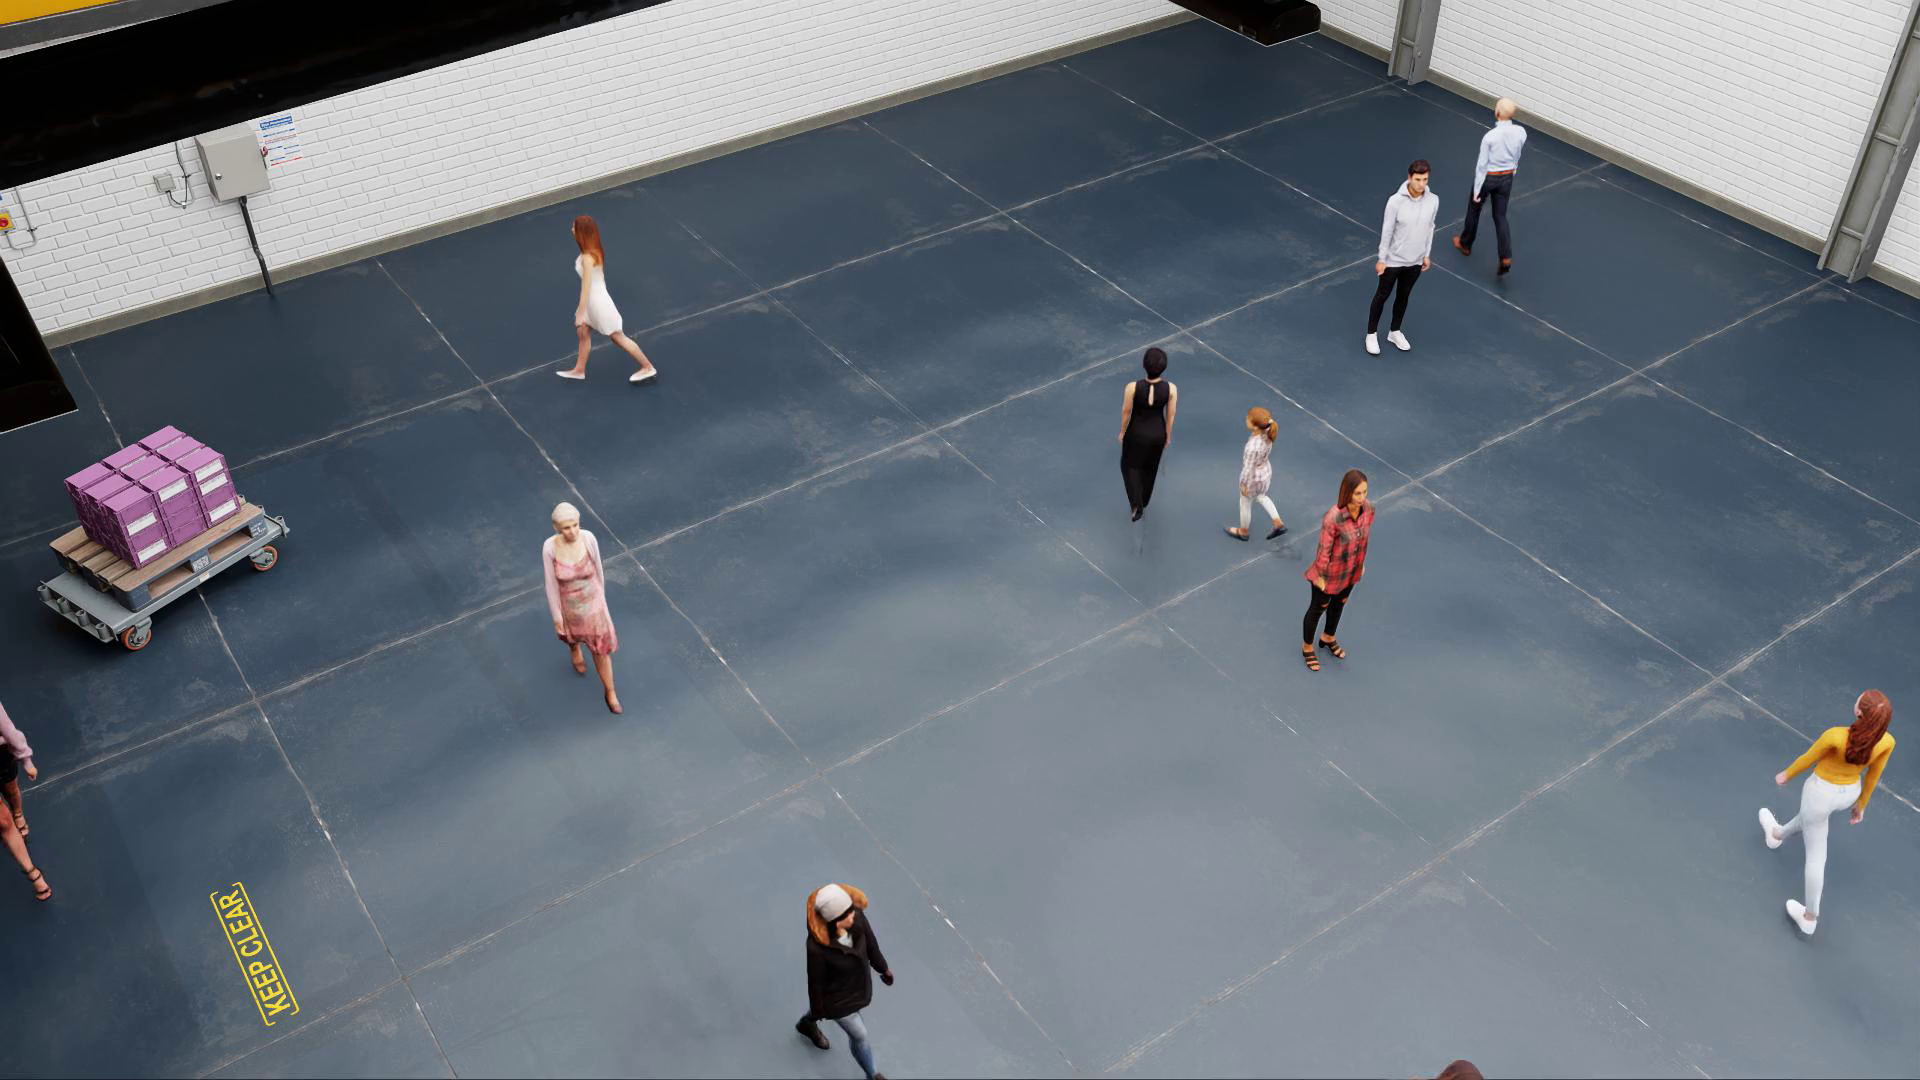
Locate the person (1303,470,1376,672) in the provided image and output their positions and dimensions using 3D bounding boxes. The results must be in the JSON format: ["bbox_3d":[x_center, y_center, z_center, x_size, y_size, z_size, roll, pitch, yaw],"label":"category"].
[{"bbox_3d":[2.732,0.197,12.019,0.628,1.703,0.581,-19,42,-22],"label":"person"}]

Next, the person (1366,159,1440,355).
[{"bbox_3d":[4.094,-2.638,15.388,0.762,1.929,0.721,-8,39,-10],"label":"person"}]

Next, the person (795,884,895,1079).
[{"bbox_3d":[-0.717,2.436,9.299,1.126,1.598,0.892,20,43,24],"label":"person"}]

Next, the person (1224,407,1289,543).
[{"bbox_3d":[2.398,-0.493,13.205,0.807,1.301,0.637,30,48,32],"label":"person"}]

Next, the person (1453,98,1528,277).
[{"bbox_3d":[5.376,-3.507,16.610,0.998,1.761,1.276,-5,39,-7],"label":"person"}]

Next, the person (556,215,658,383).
[{"bbox_3d":[-3.157,-2.104,14.927,1.010,1.670,1.158,-4,39,-4],"label":"person"}]

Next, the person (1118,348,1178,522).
[{"bbox_3d":[1.494,-0.795,13.350,0.789,1.591,0.886,-3,39,-4],"label":"person"}]

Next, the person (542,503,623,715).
[{"bbox_3d":[-2.752,0.400,11.808,0.715,1.648,1.108,-16,41,-19],"label":"person"}]

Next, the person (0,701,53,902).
[{"bbox_3d":[-6.119,1.392,10.475,0.631,1.762,1.072,-24,44,-27],"label":"person"}]

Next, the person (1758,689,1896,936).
[{"bbox_3d":[5.342,1.671,10.181,1.055,1.694,1.259,-1,39,-1],"label":"person"}]
